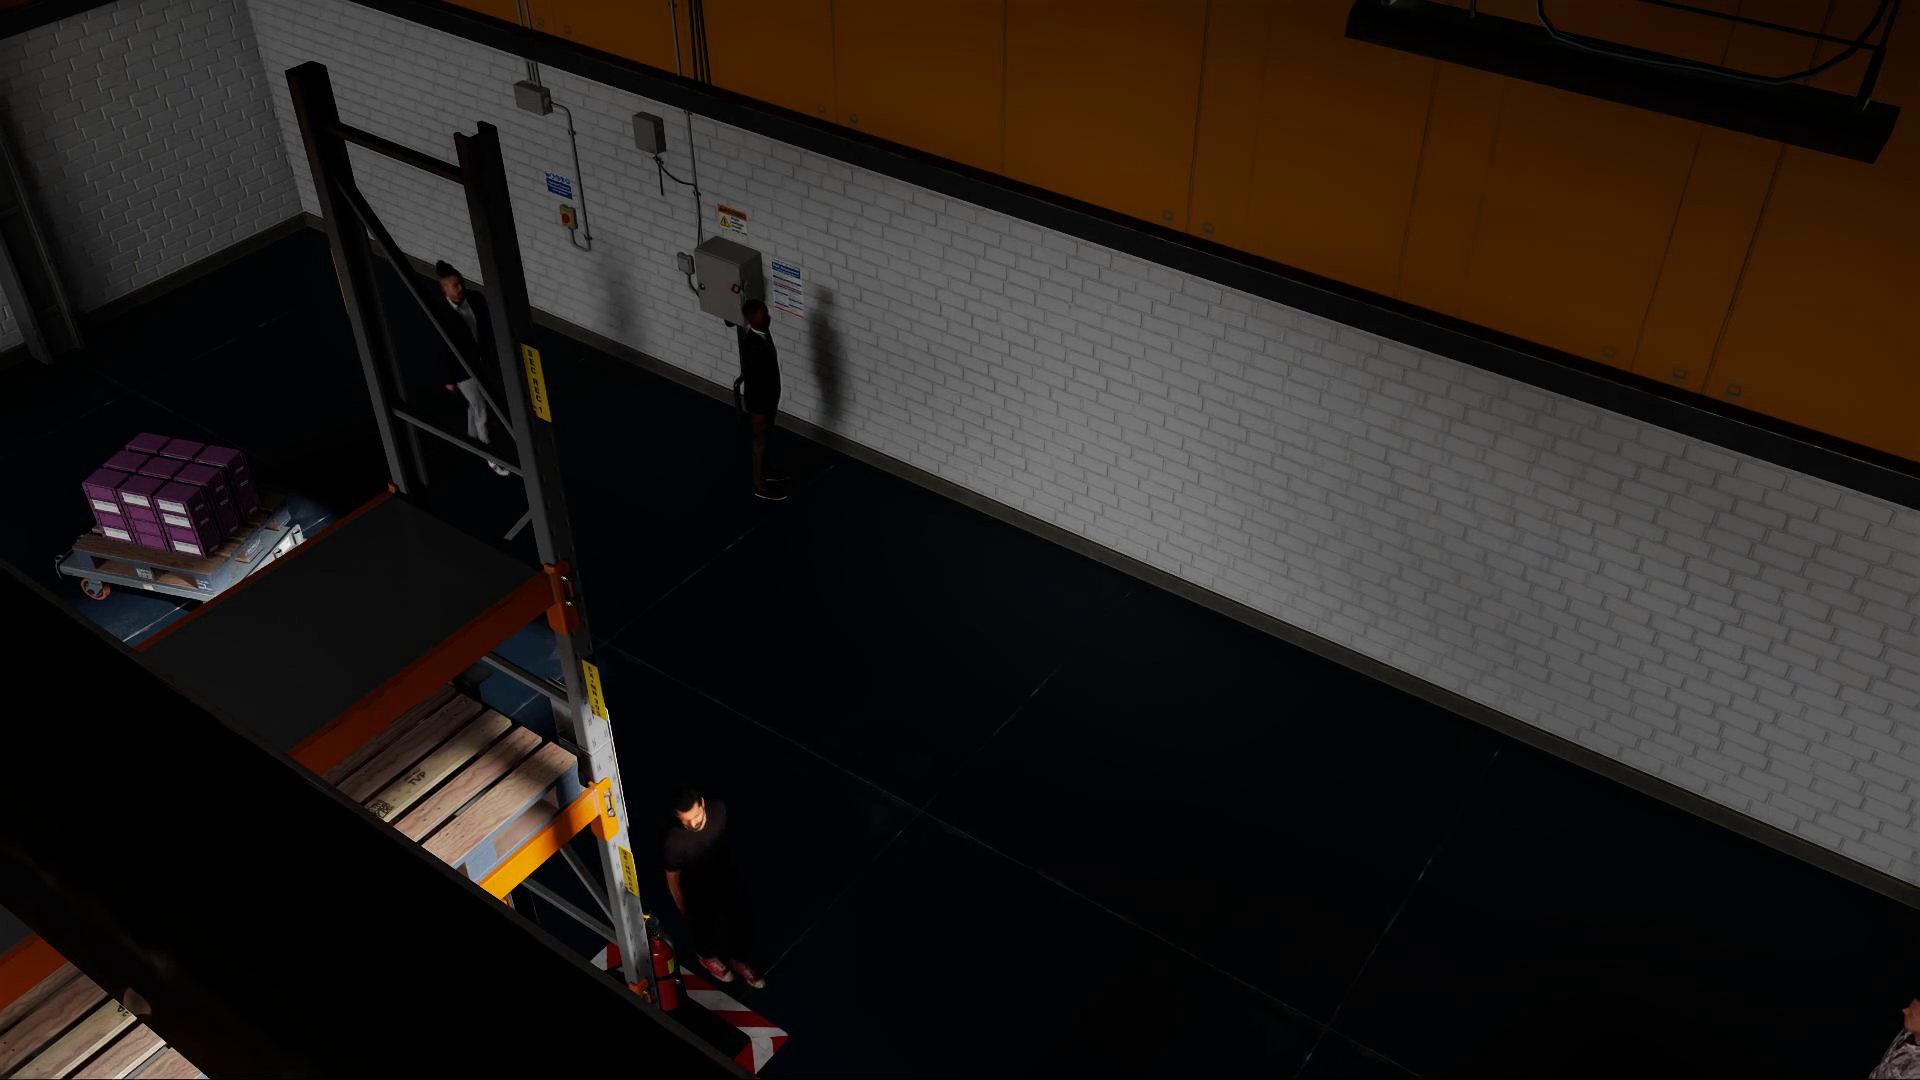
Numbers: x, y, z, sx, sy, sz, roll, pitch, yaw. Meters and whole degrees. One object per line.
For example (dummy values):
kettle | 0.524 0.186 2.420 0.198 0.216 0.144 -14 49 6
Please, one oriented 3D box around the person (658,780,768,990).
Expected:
person | -1.538 1.975 9.691 0.751 1.734 0.684 28 46 30

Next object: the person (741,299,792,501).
person | -1.618 -1.164 13.569 0.807 1.799 0.686 3 39 4

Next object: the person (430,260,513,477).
person | -4.159 -1.507 13.891 0.795 1.932 0.808 20 43 23
